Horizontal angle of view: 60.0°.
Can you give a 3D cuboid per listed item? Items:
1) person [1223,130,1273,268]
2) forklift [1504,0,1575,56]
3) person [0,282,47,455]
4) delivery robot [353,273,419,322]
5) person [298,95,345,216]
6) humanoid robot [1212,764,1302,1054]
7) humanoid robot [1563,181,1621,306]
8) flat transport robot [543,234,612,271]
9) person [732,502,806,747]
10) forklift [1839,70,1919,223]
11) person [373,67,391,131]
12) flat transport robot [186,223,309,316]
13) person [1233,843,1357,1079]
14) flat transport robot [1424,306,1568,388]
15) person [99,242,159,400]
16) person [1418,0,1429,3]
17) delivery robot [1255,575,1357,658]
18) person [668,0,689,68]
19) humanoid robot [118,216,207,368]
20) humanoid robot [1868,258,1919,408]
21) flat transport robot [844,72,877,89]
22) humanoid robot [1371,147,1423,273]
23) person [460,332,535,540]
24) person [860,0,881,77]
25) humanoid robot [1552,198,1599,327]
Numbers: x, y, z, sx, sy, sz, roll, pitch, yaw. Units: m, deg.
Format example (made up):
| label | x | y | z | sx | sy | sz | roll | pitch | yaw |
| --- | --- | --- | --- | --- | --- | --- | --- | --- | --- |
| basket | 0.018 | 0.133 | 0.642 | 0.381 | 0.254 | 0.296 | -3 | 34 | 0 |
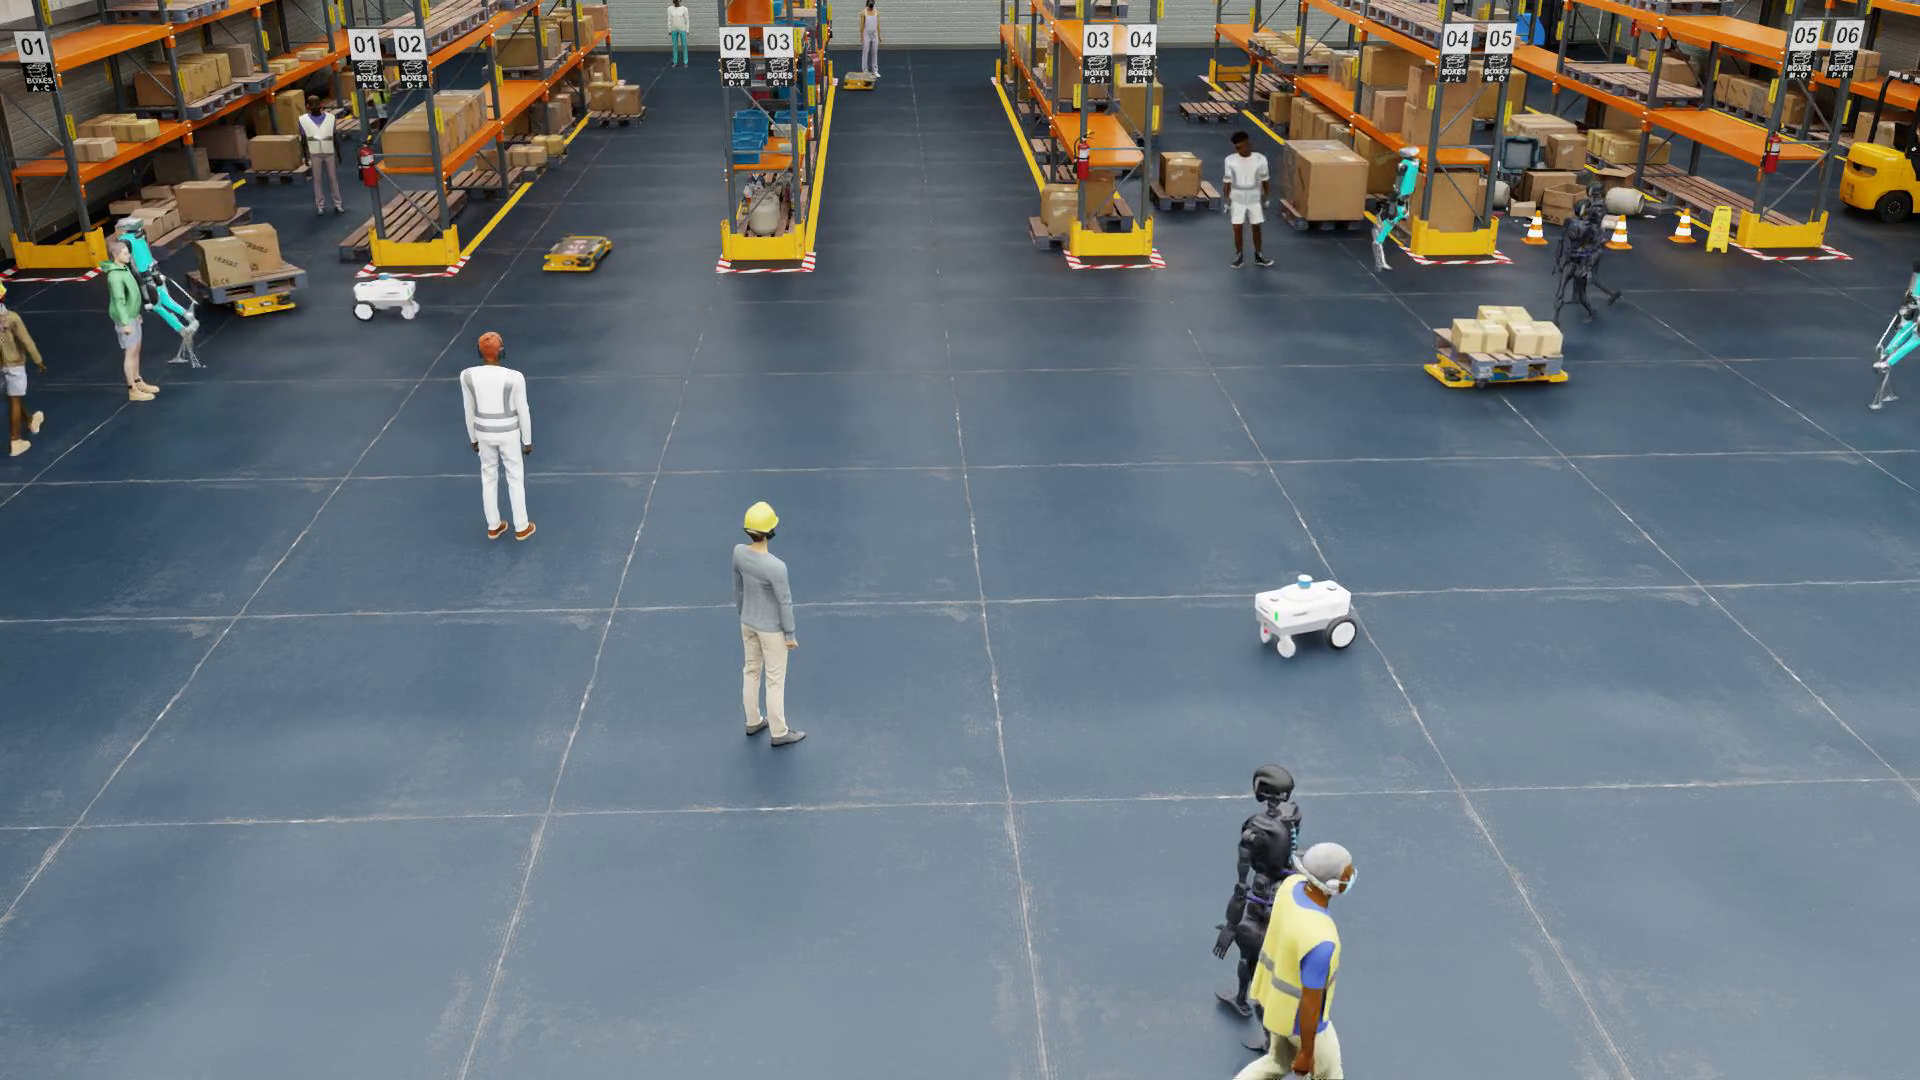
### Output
| label | x | y | z | sx | sy | sz | roll | pitch | yaw |
| --- | --- | --- | --- | --- | --- | --- | --- | --- | --- |
| person | 3.994 | -4.720 | 23.046 | 0.724 | 1.922 | 0.454 | 3 | 24 | 8 |
| forklift | 14.700 | -13.805 | 42.301 | 1.873 | 2.768 | 1.129 | -1 | 24 | -2 |
| person | -9.524 | -1.788 | 16.708 | 0.568 | 1.716 | 0.903 | 0 | 24 | -1 |
| delivery robot | -7.281 | -3.070 | 21.038 | 0.812 | 0.609 | 0.499 | -2 | 24 | -4 |
| person | -10.025 | -6.050 | 26.128 | 0.569 | 1.844 | 0.381 | -13 | 27 | -26 |
| humanoid robot | 1.512 | 1.878 | 8.529 | 0.538 | 1.648 | 0.589 | 19 | 30 | 36 |
| humanoid robot | 8.189 | -3.804 | 21.323 | 0.675 | 1.622 | 0.610 | 1 | 24 | 2 |
| flat transport robot | -5.431 | -4.080 | 23.640 | 0.659 | 0.231 | 1.431 | 1 | 24 | 1 |
| person | -1.320 | 0.571 | 11.342 | 0.532 | 1.772 | 0.295 | 20 | 31 | 37 |
| forklift | 15.132 | -6.143 | 25.915 | 2.313 | 2.155 | 1.214 | -1 | 24 | -2 |
| person | -10.803 | -8.191 | 31.118 | 0.322 | 1.696 | 0.535 | -8 | 25 | -18 |
| flat transport robot | -9.246 | -3.186 | 21.630 | 0.659 | 0.231 | 1.431 | -19 | 30 | -36 |
| person | 1.505 | 2.166 | 7.644 | 0.786 | 1.863 | 0.539 | -4 | 24 | -10 |
| flat transport robot | 6.067 | -1.948 | 18.850 | 1.431 | 0.231 | 0.659 | -4 | 24 | -9 |
| person | -9.006 | -2.375 | 18.008 | 0.322 | 1.735 | 0.476 | -5 | 25 | -12 |
| person | 11.726 | -13.058 | 41.934 | 0.395 | 1.799 | 0.585 | -14 | 27 | -28 |
| delivery robot | 2.676 | 0.563 | 12.868 | 0.777 | 0.605 | 0.511 | -9 | 26 | -20 |
| person | -6.859 | -12.427 | 40.552 | 0.523 | 1.769 | 0.320 | 3 | 24 | 6 |
| humanoid robot | -9.005 | -2.765 | 18.999 | 0.811 | 1.877 | 0.556 | -1 | 24 | -2 |
| humanoid robot | 10.025 | -2.236 | 17.732 | 0.776 | 1.811 | 0.552 | -6 | 25 | -14 |
| flat transport robot | -2.281 | -10.522 | 38.115 | 0.659 | 0.231 | 1.431 | 1 | 24 | 1 |
| humanoid robot | 5.885 | -4.492 | 22.888 | 0.758 | 1.881 | 0.542 | 20 | 31 | 38 |
| person | -4.016 | -0.897 | 14.520 | 0.565 | 1.878 | 0.353 | 1 | 24 | 2 |
| person | -2.095 | -11.823 | 39.082 | 0.506 | 1.860 | 0.386 | -10 | 26 | -21 |
| humanoid robot | 7.641 | -3.408 | 20.486 | 0.782 | 1.645 | 0.600 | -15 | 28 | -30 |
